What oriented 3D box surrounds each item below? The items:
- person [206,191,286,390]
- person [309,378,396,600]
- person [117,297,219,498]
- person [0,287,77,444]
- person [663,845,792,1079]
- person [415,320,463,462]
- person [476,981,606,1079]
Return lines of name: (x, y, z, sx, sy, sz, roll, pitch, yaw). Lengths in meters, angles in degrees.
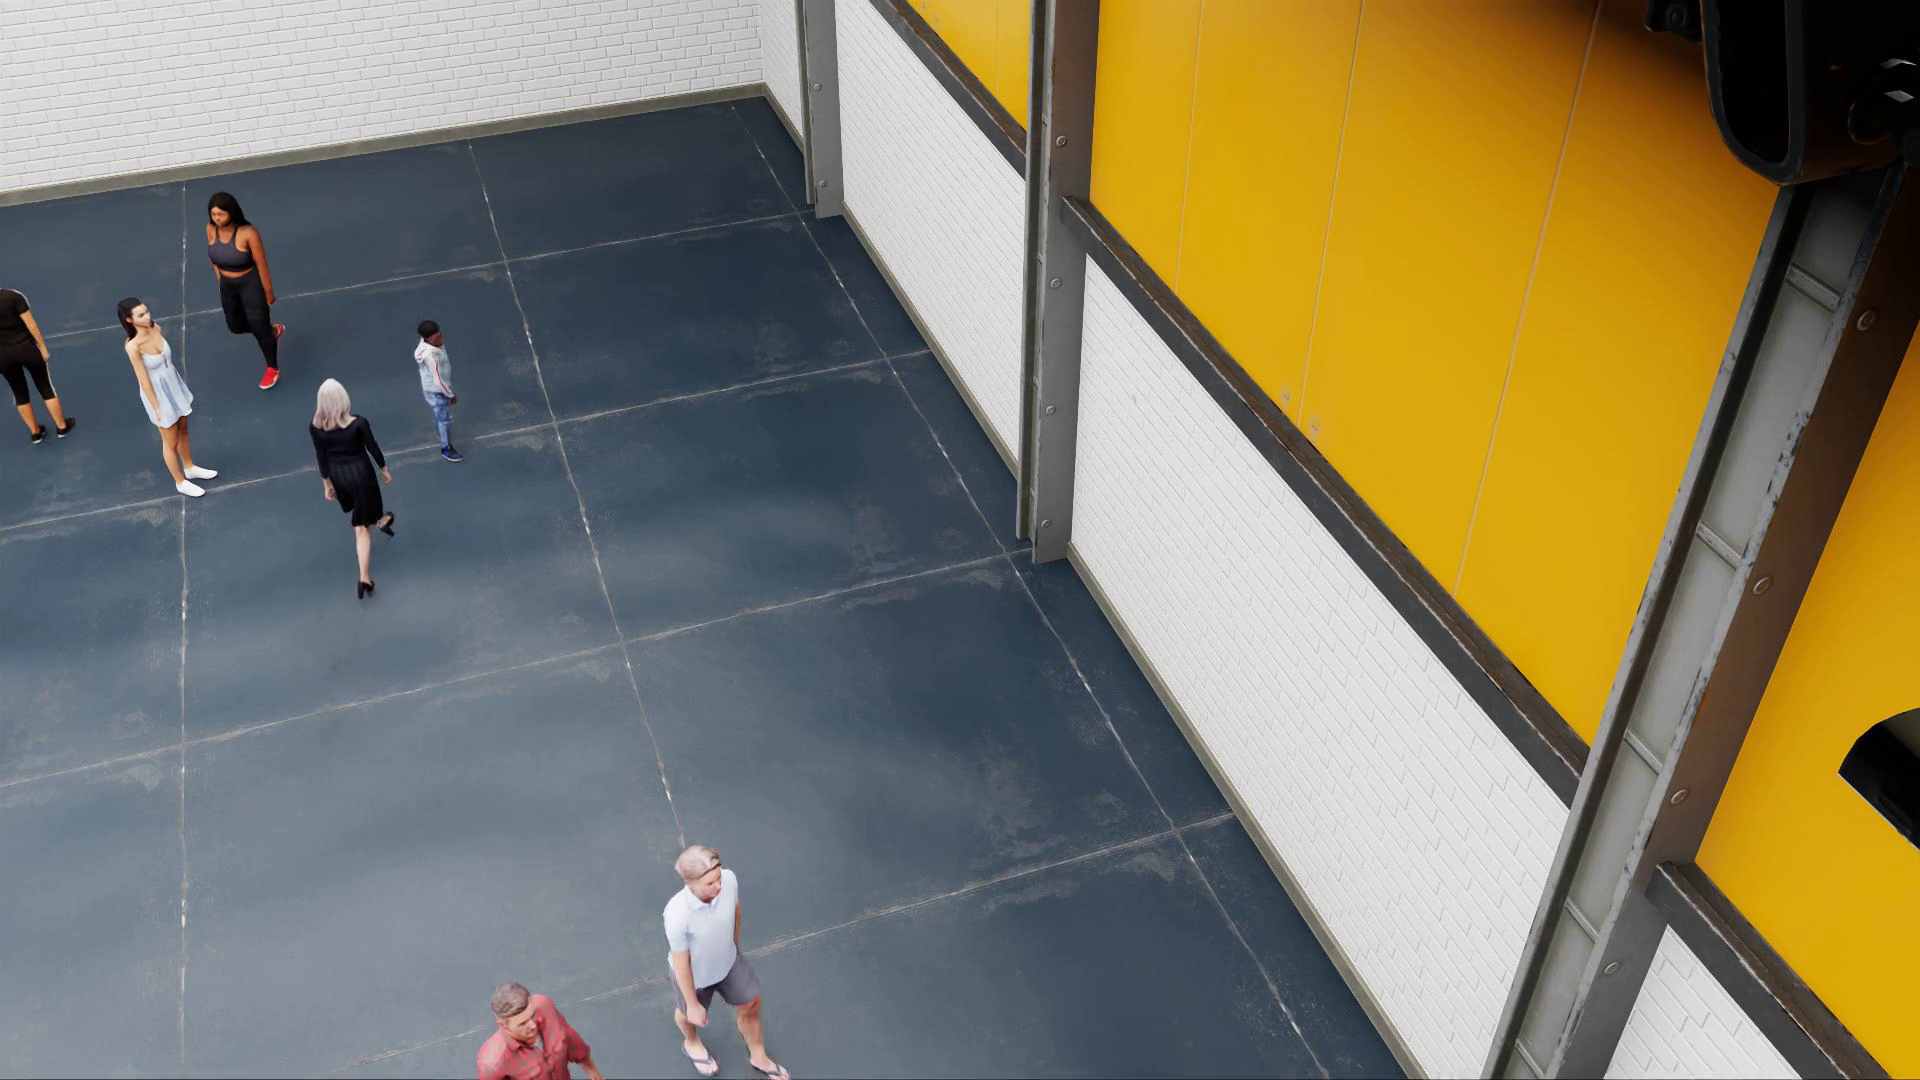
person: (-6.136, -2.220, 14.381, 0.932, 1.798, 1.025, 9, 39, 11)
person: (-4.417, -0.351, 12.119, 0.863, 1.701, 1.240, -1, 39, -2)
person: (-6.274, -1.145, 13.090, 0.725, 1.730, 0.607, 4, 39, 5)
person: (-7.760, -1.539, 13.633, 0.625, 1.668, 0.603, -7, 39, -8)
person: (-1.412, 2.208, 8.828, 0.885, 1.810, 1.008, -31, 48, -33)
person: (-4.320, -1.291, 13.661, 0.780, 1.245, 0.420, -20, 43, -23)
person: (-2.138, 2.728, 8.196, 1.242, 1.785, 1.191, 16, 41, 19)
